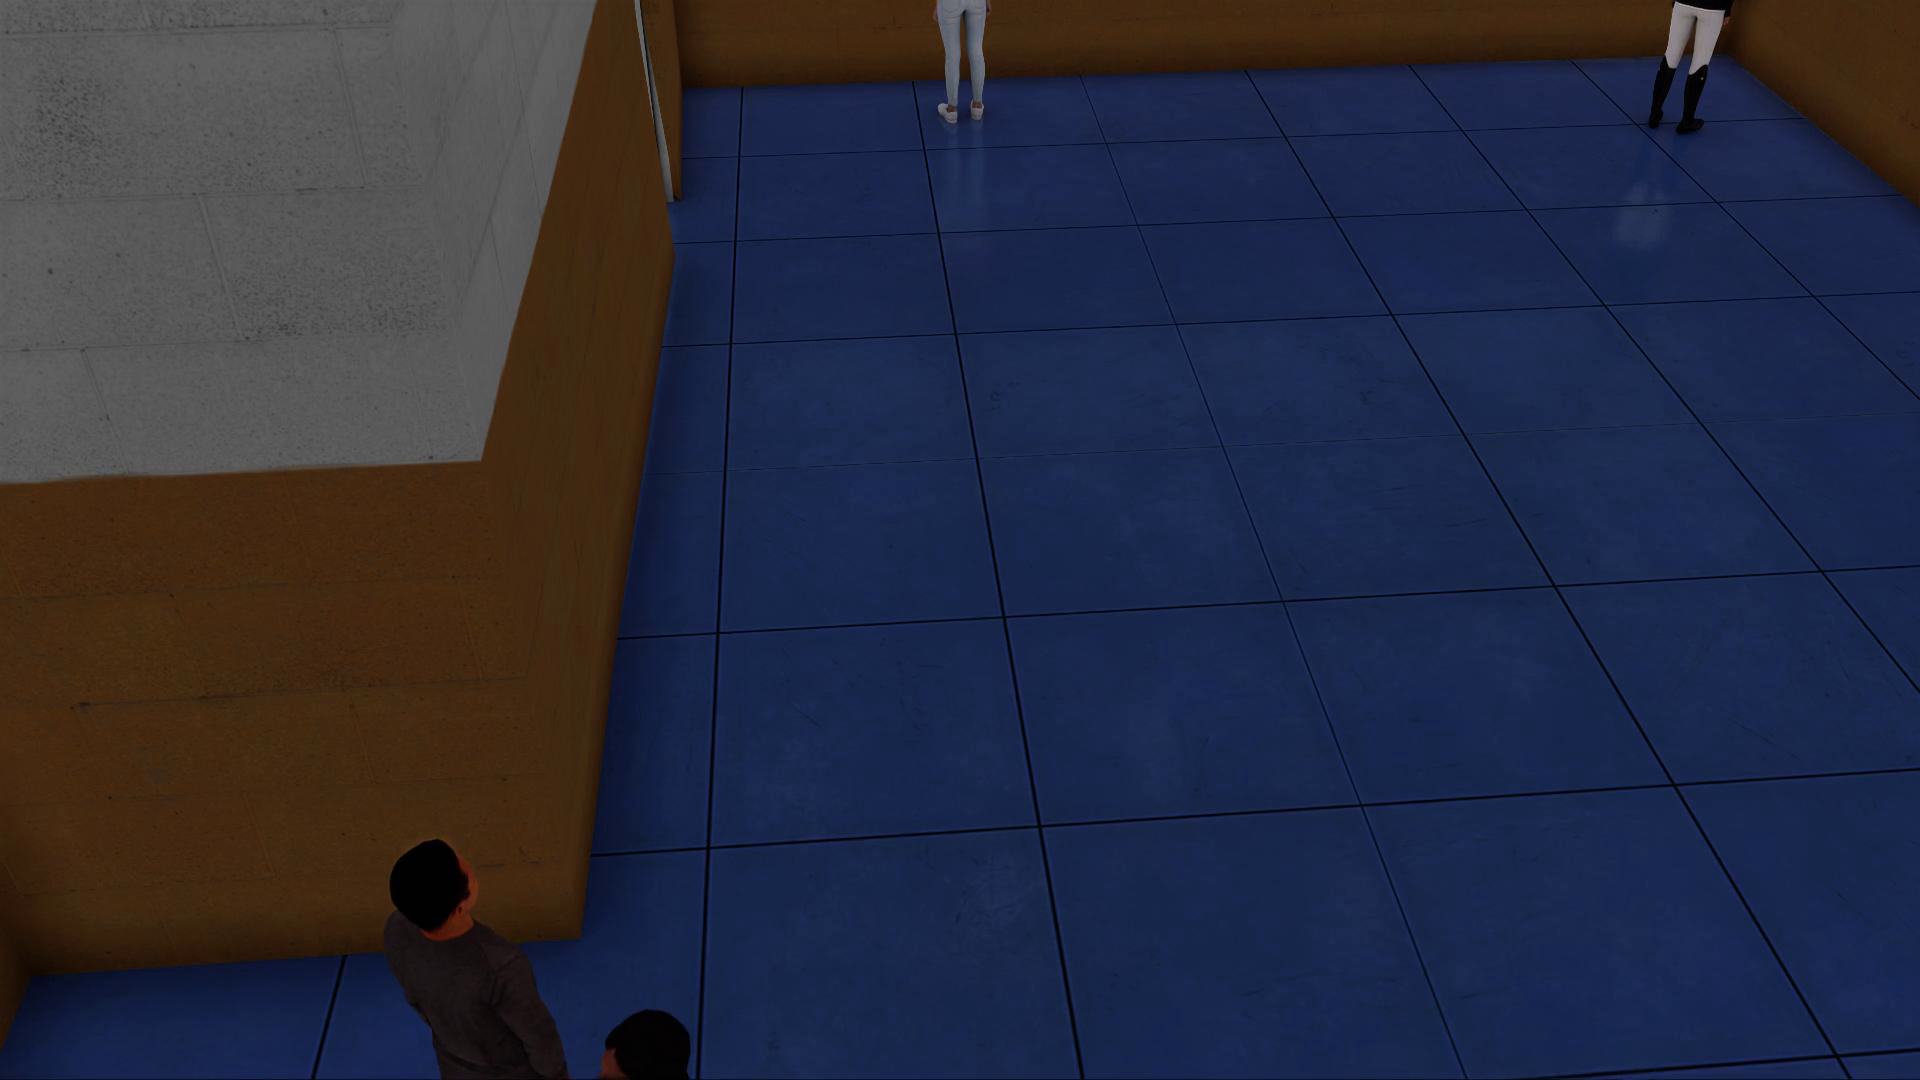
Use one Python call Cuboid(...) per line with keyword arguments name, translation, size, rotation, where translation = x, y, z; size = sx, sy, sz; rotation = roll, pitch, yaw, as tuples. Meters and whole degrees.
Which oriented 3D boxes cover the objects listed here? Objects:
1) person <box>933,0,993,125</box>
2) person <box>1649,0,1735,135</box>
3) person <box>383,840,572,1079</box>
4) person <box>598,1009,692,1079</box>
Cuboid(name="person", translation=(0.017, -3.882, 11.991), size=(0.543, 1.751, 0.689), rotation=(-9, 38, -11))
Cuboid(name="person", translation=(5.267, -3.774, 11.851), size=(0.660, 1.729, 0.719), rotation=(27, 44, 31))
Cuboid(name="person", translation=(-1.359, 1.507, 4.795), size=(0.649, 1.769, 0.773), rotation=(-12, 38, -15))
Cuboid(name="person", translation=(-0.770, 1.832, 4.384), size=(0.663, 1.742, 0.714), rotation=(29, 46, 33))
